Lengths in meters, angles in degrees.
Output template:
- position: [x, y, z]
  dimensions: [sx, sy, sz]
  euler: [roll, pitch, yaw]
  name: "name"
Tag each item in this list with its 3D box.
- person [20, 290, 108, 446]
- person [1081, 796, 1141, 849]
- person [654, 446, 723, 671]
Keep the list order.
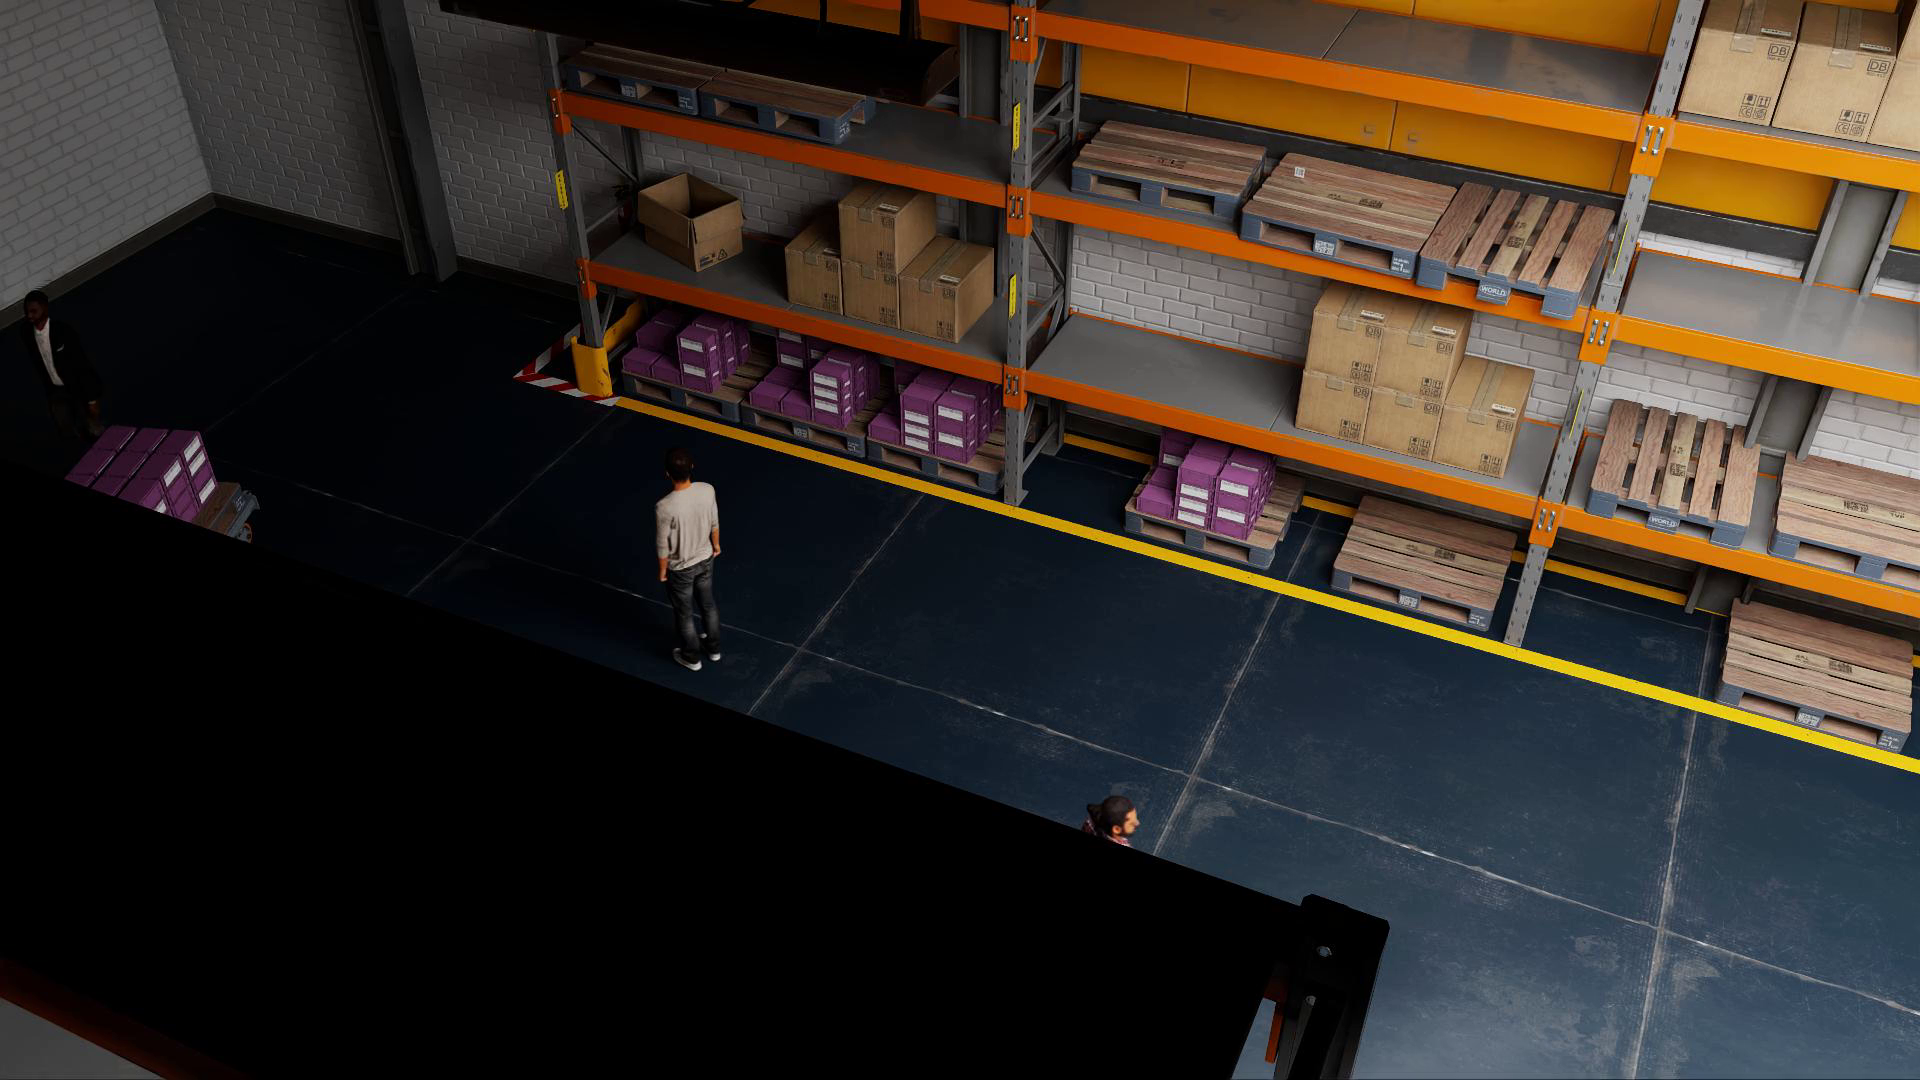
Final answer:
- position: [-7.013, -1.238, 13.244]
  dimensions: [0.751, 1.786, 0.830]
  euler: [5, 39, 6]
  name: "person"
- position: [0.820, 2.053, 9.143]
  dimensions: [0.834, 1.760, 0.746]
  euler: [-17, 42, -20]
  name: "person"
- position: [-1.858, 0.147, 11.494]
  dimensions: [0.730, 1.805, 0.692]
  euler: [-30, 47, -32]
  name: "person"
